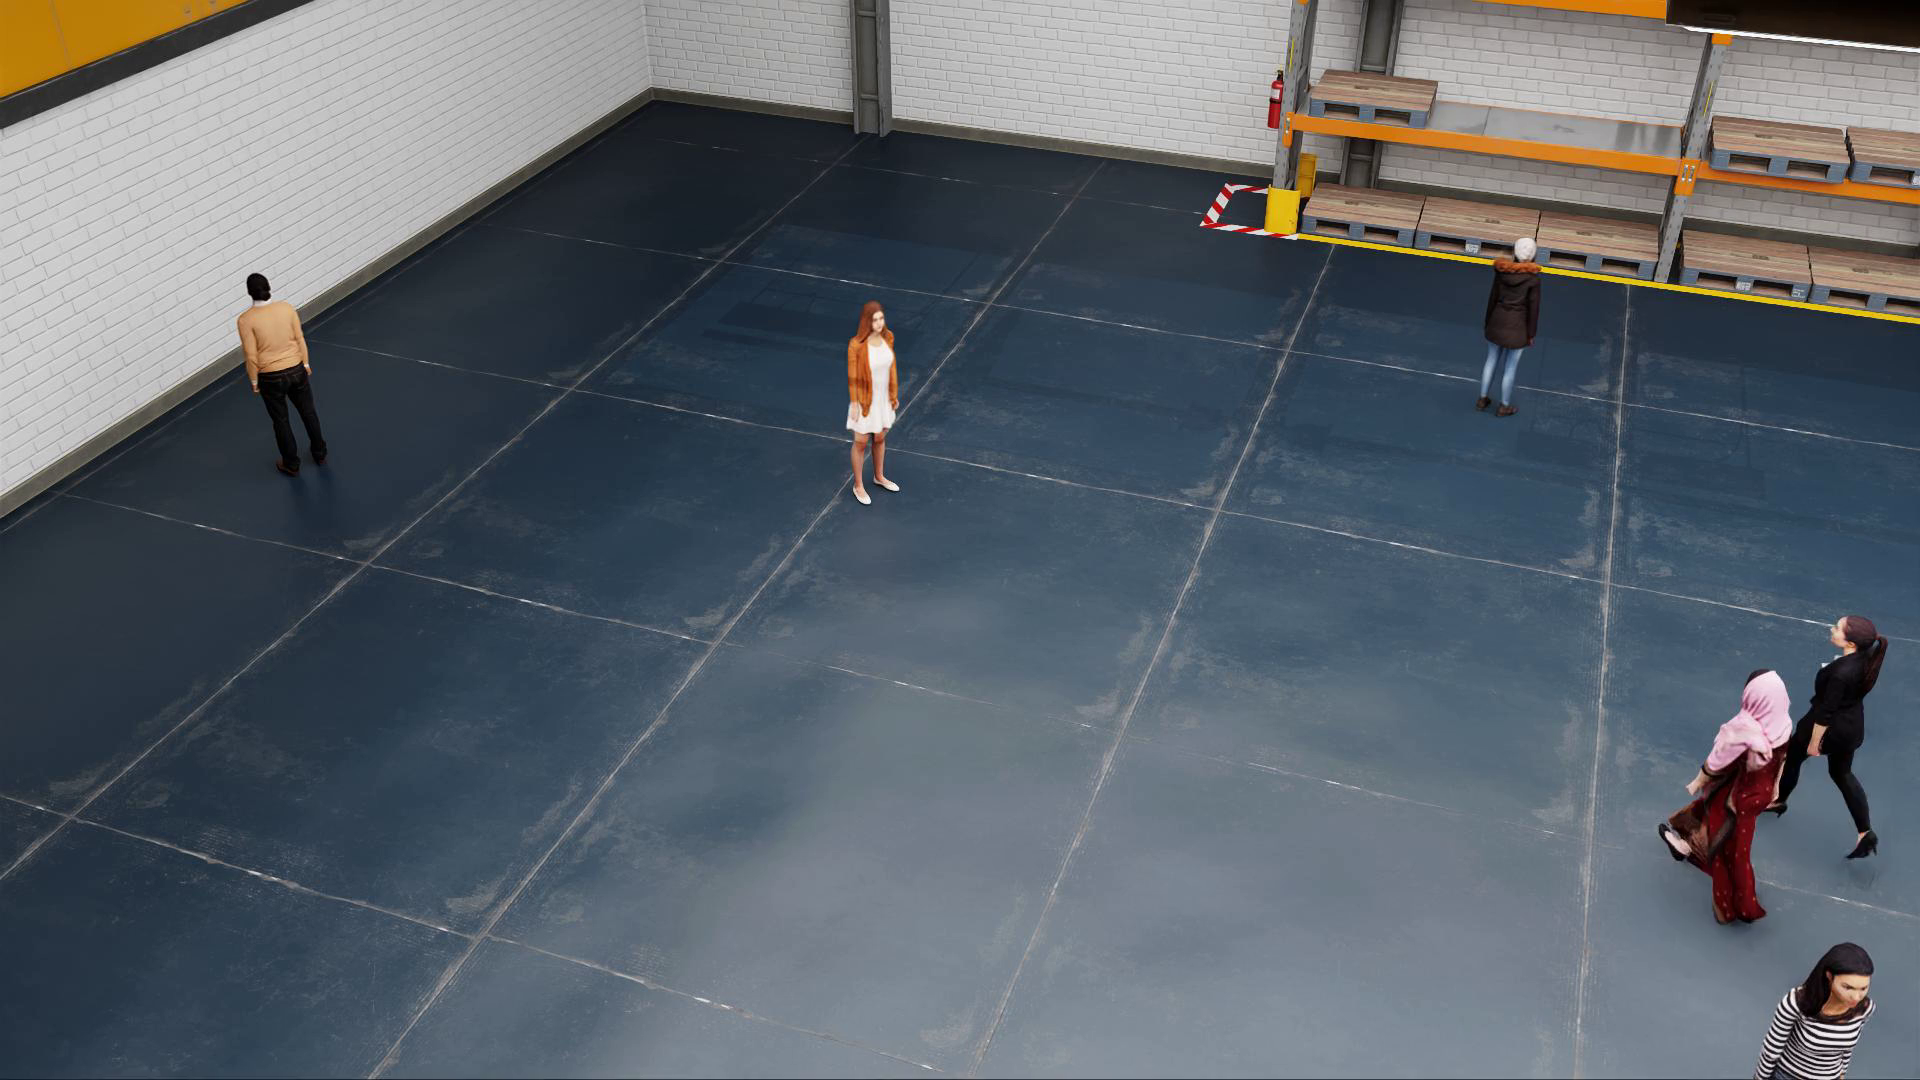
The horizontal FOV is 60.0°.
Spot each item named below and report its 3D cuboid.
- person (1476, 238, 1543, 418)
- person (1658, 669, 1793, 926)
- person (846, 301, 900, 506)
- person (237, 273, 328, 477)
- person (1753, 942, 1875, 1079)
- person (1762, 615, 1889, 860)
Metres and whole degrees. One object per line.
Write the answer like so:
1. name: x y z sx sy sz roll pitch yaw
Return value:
1. person: 4.750 -1.845 14.385 0.670 1.635 0.782 28 42 35
2. person: 4.467 1.473 9.414 1.092 1.611 1.147 -14 36 -20
3. person: -0.705 -1.126 13.225 0.705 1.722 0.728 -24 41 -32
4. person: -5.536 -1.357 13.543 0.749 1.754 0.736 -28 43 -35
5. person: 3.851 2.516 7.678 0.563 1.796 0.712 -2 34 -3
6. person: 5.232 1.183 9.837 1.007 1.626 1.122 -17 37 -24
